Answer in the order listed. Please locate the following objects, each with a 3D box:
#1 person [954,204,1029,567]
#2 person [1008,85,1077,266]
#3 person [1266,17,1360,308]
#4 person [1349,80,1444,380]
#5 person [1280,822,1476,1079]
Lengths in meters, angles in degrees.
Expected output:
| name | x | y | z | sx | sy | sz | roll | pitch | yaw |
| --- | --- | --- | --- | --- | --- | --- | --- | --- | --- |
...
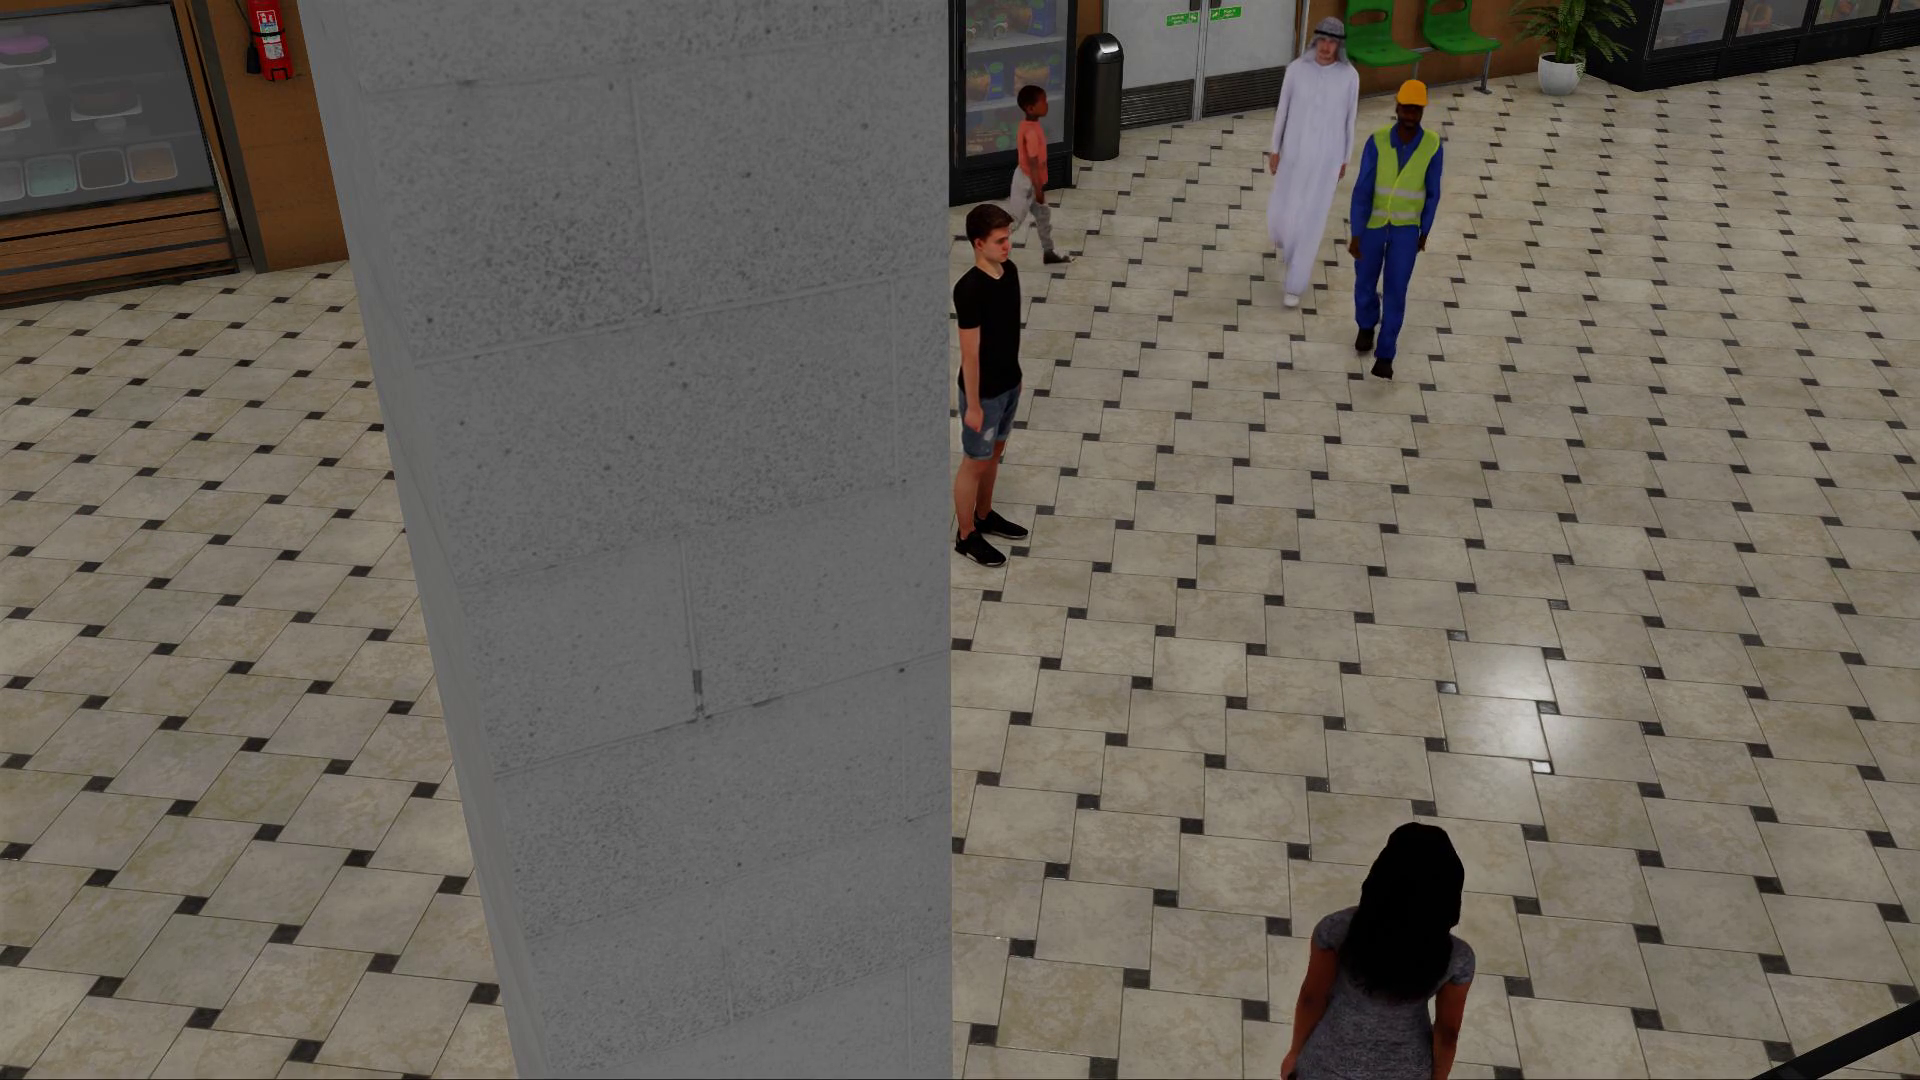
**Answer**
| name | x | y | z | sx | sy | sz | roll | pitch | yaw |
| --- | --- | --- | --- | --- | --- | --- | --- | --- | --- |
| person | 0.134 | -0.741 | 8.238 | 0.783 | 1.761 | 0.752 | 14 | 35 | 22 |
| person | 0.407 | -2.481 | 11.477 | 0.839 | 1.294 | 0.898 | 3 | 32 | 5 |
| person | 2.341 | -2.538 | 11.003 | 1.047 | 1.892 | 1.138 | 9 | 33 | 14 |
| person | 2.612 | -1.930 | 10.139 | 1.117 | 1.771 | 1.232 | 8 | 33 | 13 |
| person | 1.103 | 1.536 | 4.573 | 0.844 | 1.767 | 0.920 | 8 | 33 | 12 |
